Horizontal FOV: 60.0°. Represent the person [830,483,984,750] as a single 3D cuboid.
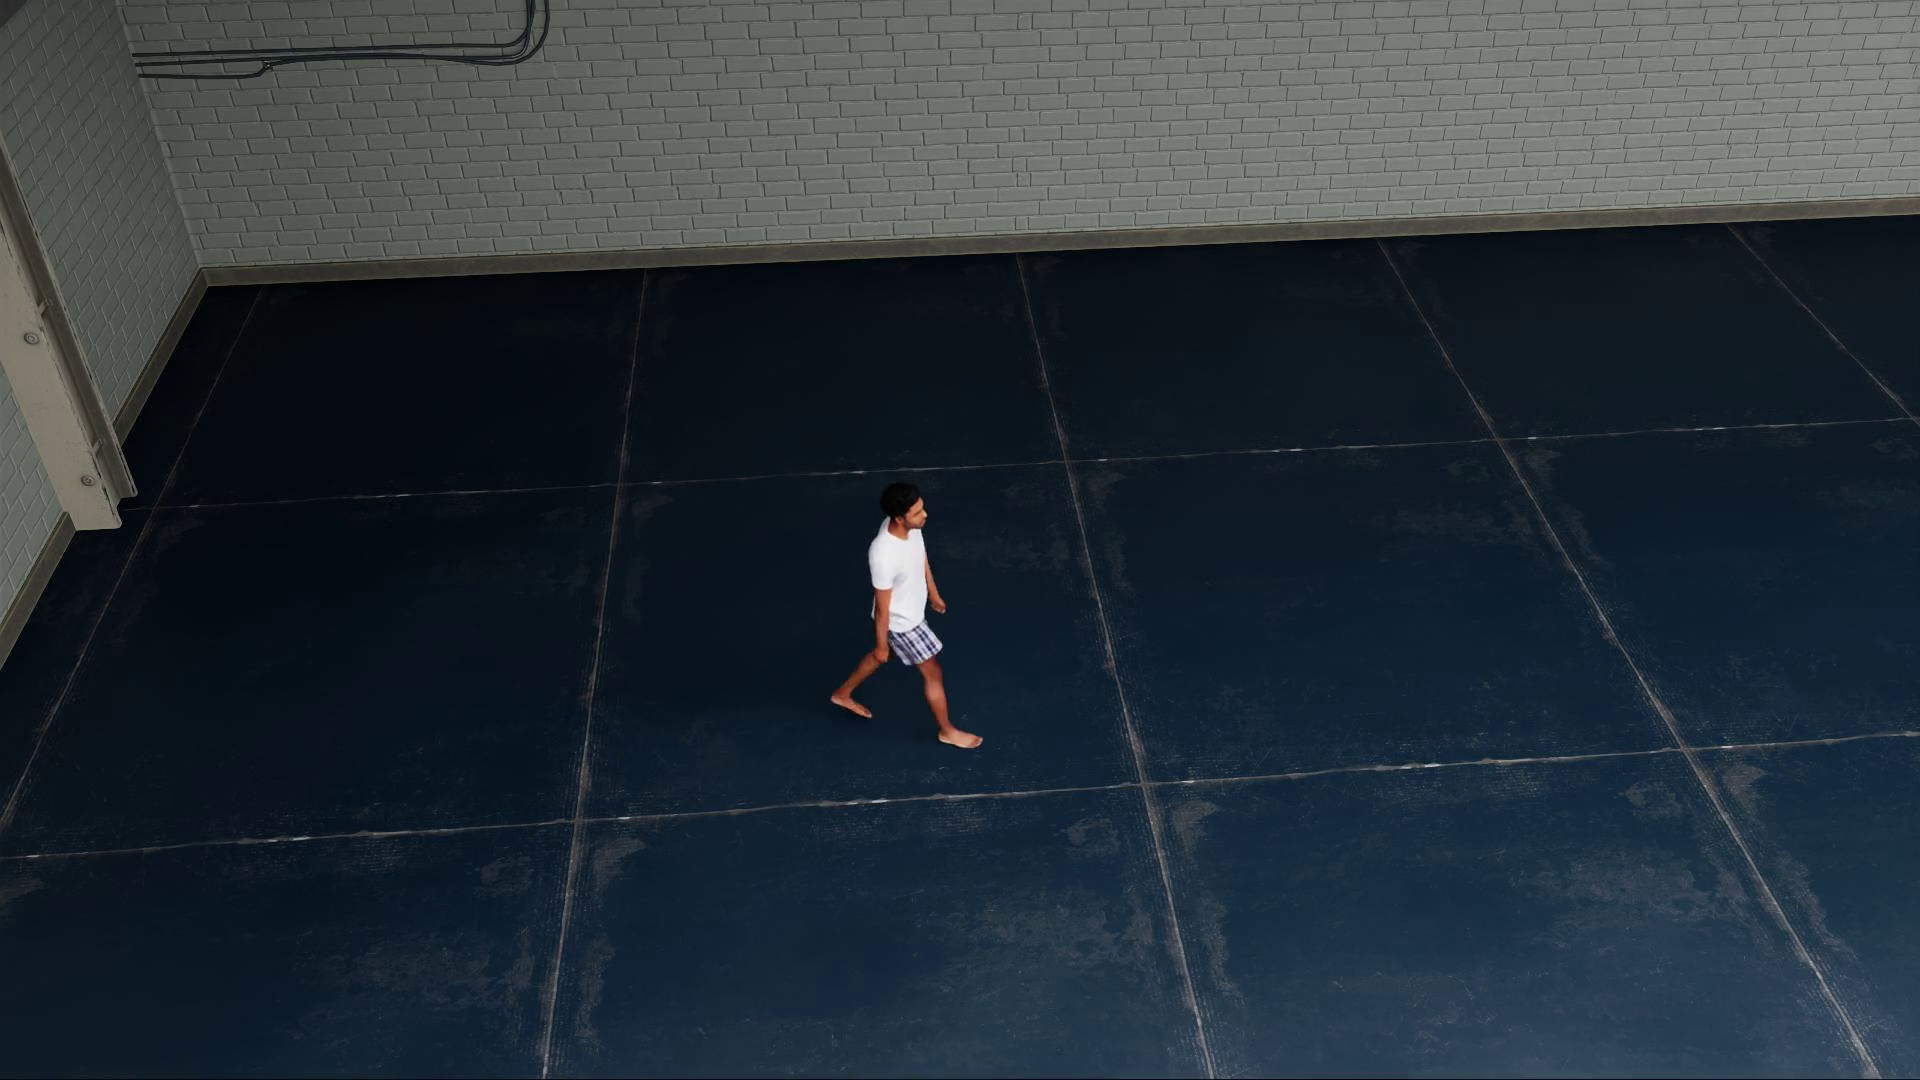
[{"bbox_3d":[-0.388,0.377,8.725,0.915,1.694,1.125,7,39,9],"label":"person"}]
